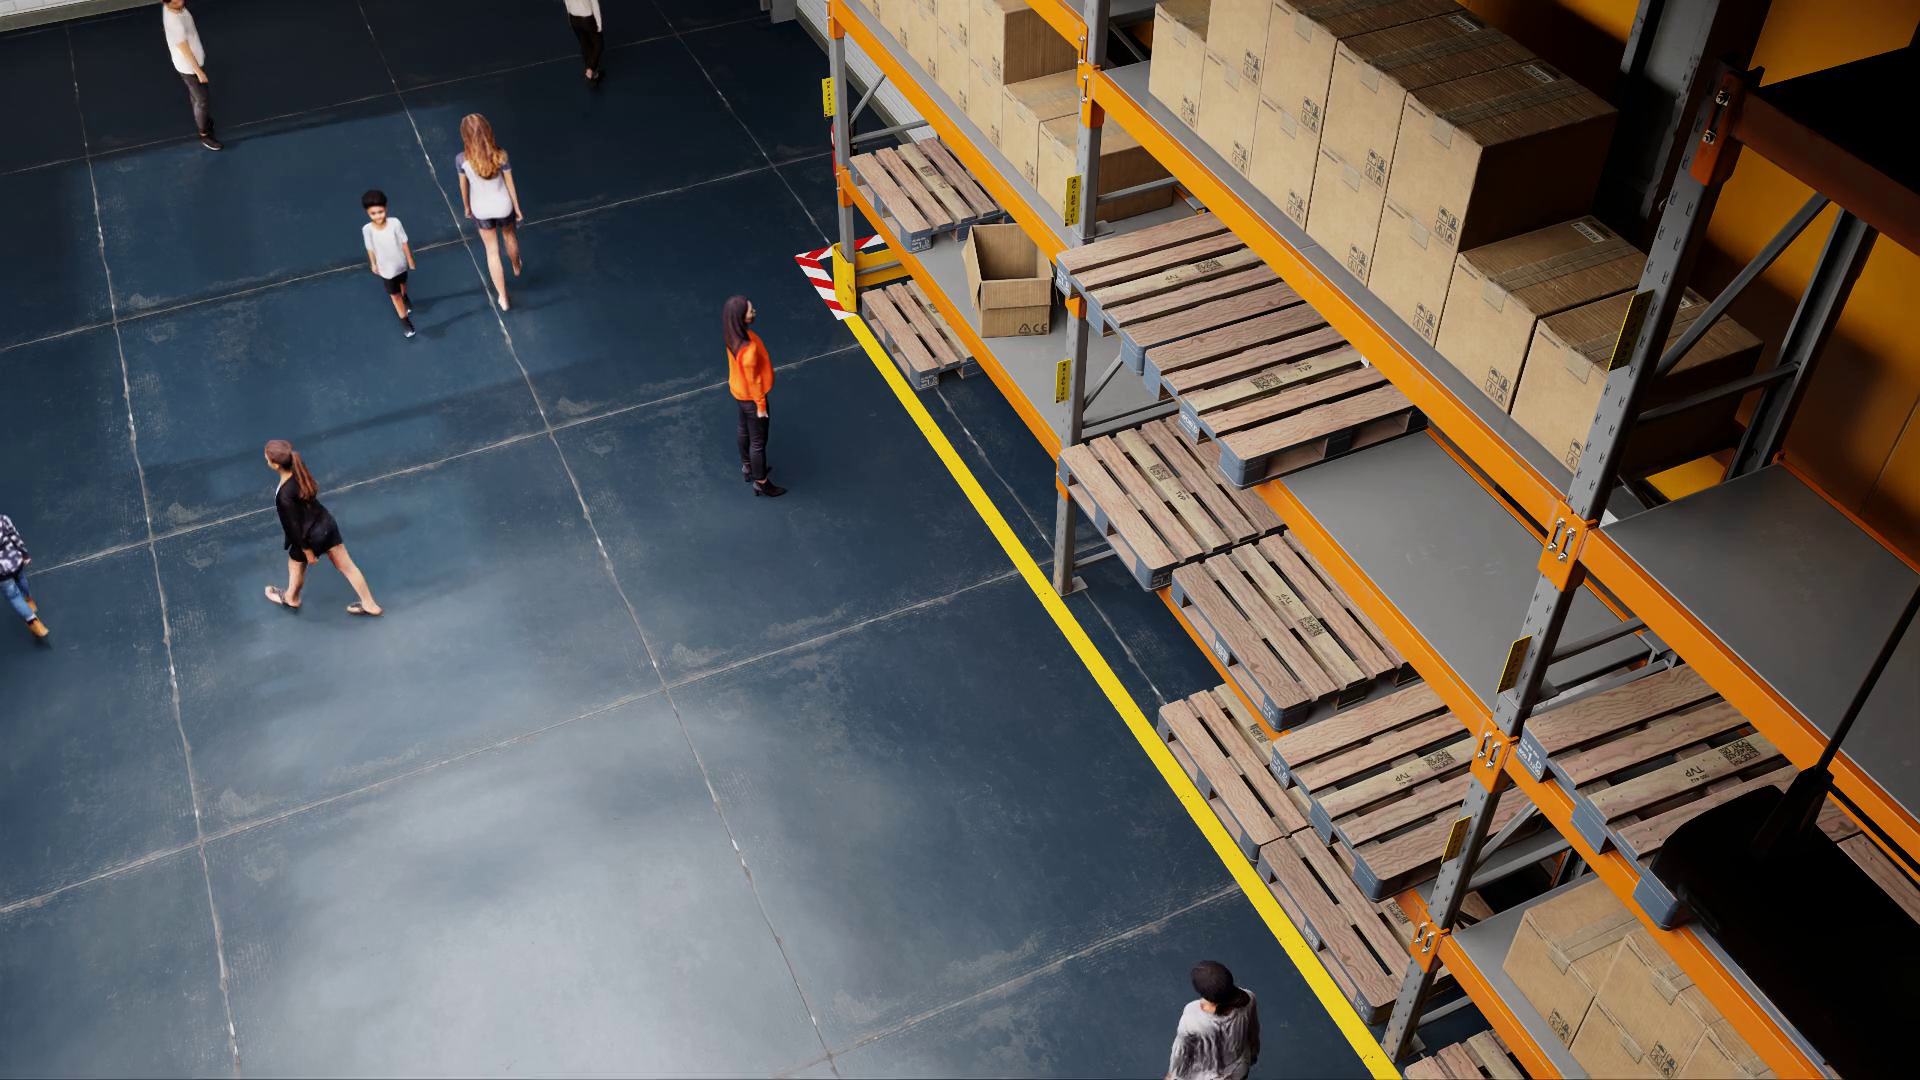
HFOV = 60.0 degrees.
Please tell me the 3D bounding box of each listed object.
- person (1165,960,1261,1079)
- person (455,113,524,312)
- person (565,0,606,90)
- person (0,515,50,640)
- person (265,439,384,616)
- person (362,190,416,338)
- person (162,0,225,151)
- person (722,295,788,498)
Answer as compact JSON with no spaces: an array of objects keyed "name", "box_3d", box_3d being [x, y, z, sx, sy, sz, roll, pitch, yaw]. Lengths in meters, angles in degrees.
[{"name":"person","box_3d":[1.306,2.652,8.240,0.656,1.753,0.651,-14,45,-14]},{"name":"person","box_3d":[-3.914,-2.707,13.911,0.729,1.689,1.037,-11,45,-11]},{"name":"person","box_3d":[-3.795,-5.196,16.677,0.785,1.477,0.849,13,45,13]},{"name":"person","box_3d":[-6.463,0.166,11.226,0.895,1.233,0.703,30,51,27]},{"name":"person","box_3d":[-4.287,-0.041,11.237,1.011,1.519,1.016,8,44,8]},{"name":"person","box_3d":[-4.760,-2.380,13.903,0.490,1.227,0.847,-18,46,-18]},{"name":"person","box_3d":[-7.402,-4.600,15.902,0.836,1.685,0.461,-26,49,-25]},{"name":"person","box_3d":[-1.536,-1.058,12.137,0.663,1.749,0.469,-18,46,-18]}]
